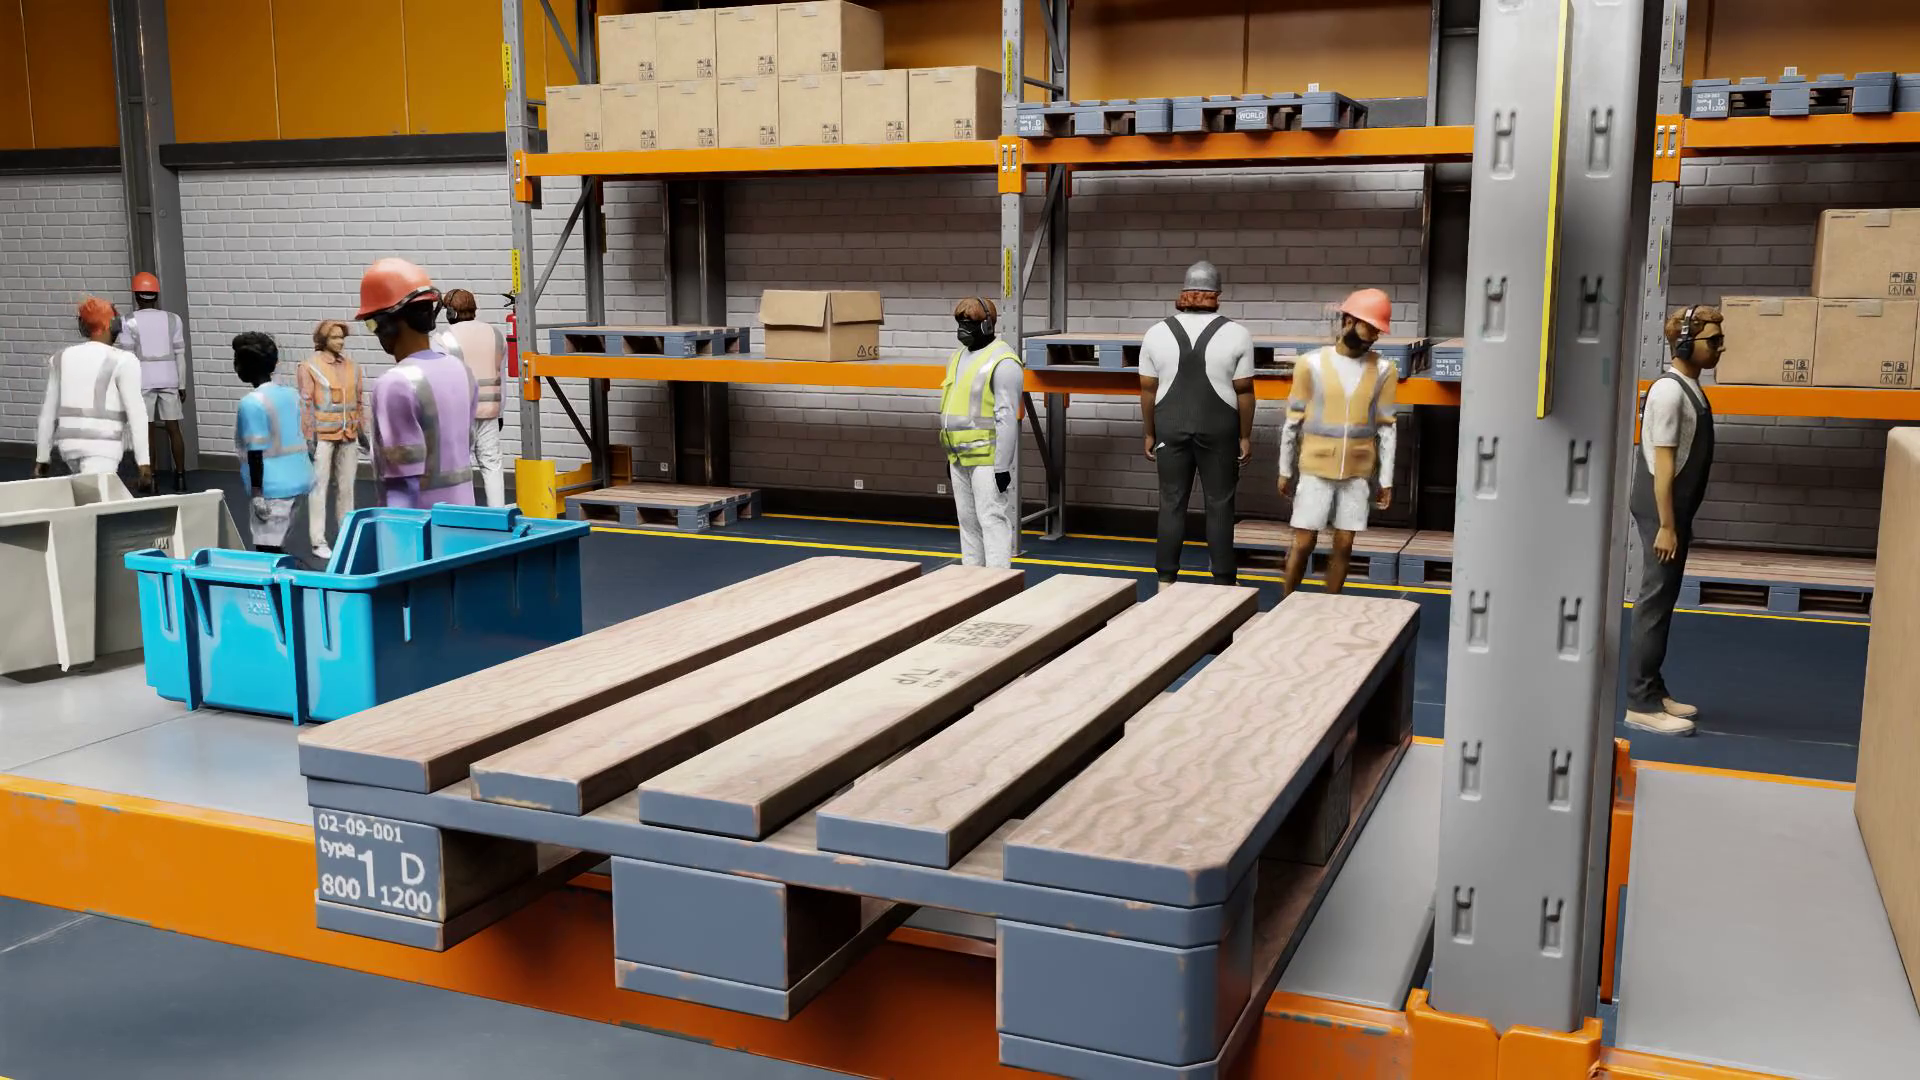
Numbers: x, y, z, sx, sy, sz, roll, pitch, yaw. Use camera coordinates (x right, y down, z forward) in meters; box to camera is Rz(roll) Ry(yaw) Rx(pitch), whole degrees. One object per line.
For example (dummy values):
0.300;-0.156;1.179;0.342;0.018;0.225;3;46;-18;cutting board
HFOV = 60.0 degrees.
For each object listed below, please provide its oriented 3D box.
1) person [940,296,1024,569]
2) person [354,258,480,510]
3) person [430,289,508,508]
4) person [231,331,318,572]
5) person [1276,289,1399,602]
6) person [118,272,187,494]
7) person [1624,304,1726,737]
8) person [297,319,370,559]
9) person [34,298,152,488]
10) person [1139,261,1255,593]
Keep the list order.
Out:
0.105;-0.463;9.477;0.429;1.837;0.624;-6;11;-30;person
-1.958;0.012;6.020;0.393;2.036;0.605;1;10;8;person
-3.592;-0.907;12.143;0.429;1.838;0.628;8;13;41;person
-3.552;-0.268;8.786;0.660;1.672;0.533;0;9;0;person
1.989;-0.366;8.710;0.576;1.889;0.506;0;9;1;person
-7.088;-1.374;14.614;0.542;1.938;0.358;-8;13;-41;person
3.089;-0.091;7.201;0.345;1.845;0.505;6;11;30;person
-4.317;-0.698;11.460;0.313;1.639;0.519;5;11;29;person
-5.057;-0.500;9.778;0.652;1.812;1.063;2;10;14;person
1.445;-0.662;10.040;0.689;2.000;0.537;3;10;19;person
